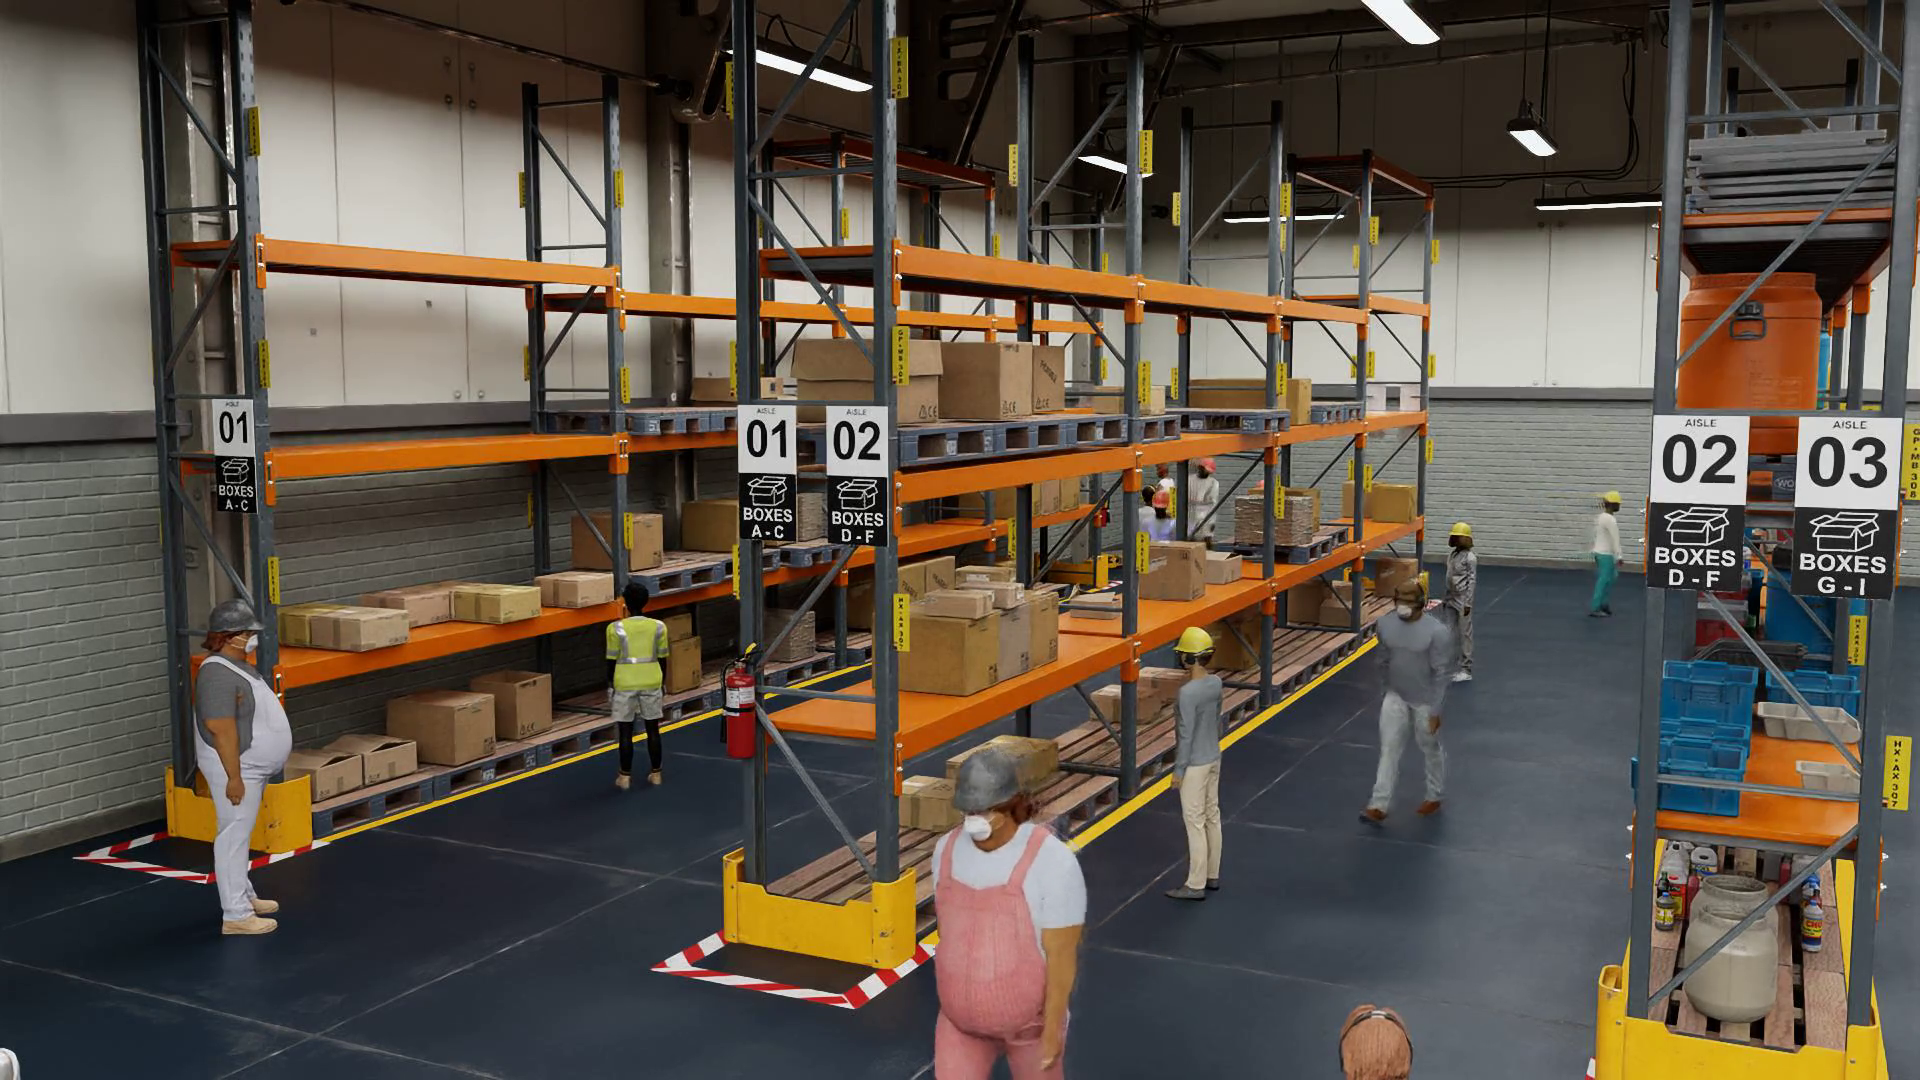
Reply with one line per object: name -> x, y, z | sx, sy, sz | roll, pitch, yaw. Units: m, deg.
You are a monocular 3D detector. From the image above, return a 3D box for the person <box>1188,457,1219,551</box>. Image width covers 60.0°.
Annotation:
person -> 3.929, -0.365, 27.332 | 0.709, 1.990, 0.398 | 3, 7, 29

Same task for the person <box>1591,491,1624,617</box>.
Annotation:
person -> 8.950, 0.202, 22.946 | 0.503, 1.747, 0.543 | 1, 6, 10

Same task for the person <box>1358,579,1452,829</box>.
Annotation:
person -> 3.355, 1.217, 12.426 | 0.638, 1.866, 1.075 | 5, 8, 42

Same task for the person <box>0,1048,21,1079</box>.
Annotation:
person -> -3.023, 2.103, 4.958 | 0.307, 1.643, 0.514 | 3, 6, 24

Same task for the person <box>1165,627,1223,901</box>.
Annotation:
person -> 1.522, 1.442, 10.782 | 0.314, 1.769, 0.523 | 4, 7, 33

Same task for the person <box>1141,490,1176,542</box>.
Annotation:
person -> 2.555, 0.302, 21.144 | 0.564, 1.914, 0.550 | 3, 6, 23

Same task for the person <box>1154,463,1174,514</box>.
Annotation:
person -> 3.502, -0.408, 28.513 | 0.417, 1.828, 0.600 | 2, 6, 20

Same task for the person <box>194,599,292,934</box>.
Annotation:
person -> -4.387, 1.365, 10.212 | 0.538, 2.000, 0.684 | -2, 6, -19

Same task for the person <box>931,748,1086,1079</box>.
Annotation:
person -> 0.197, 1.739, 6.573 | 0.678, 2.000, 0.981 | 3, 7, 28

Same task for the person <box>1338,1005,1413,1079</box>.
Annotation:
person -> 1.160, 2.131, 4.697 | 0.515, 1.640, 0.315 | 0, 6, 3

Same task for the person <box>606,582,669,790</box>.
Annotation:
person -> -2.629, 1.192, 13.597 | 0.531, 1.687, 0.325 | -3, 7, -29

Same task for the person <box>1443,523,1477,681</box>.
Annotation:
person -> 5.492, 0.676, 18.339 | 0.290, 1.746, 0.486 | -2, 6, -19
